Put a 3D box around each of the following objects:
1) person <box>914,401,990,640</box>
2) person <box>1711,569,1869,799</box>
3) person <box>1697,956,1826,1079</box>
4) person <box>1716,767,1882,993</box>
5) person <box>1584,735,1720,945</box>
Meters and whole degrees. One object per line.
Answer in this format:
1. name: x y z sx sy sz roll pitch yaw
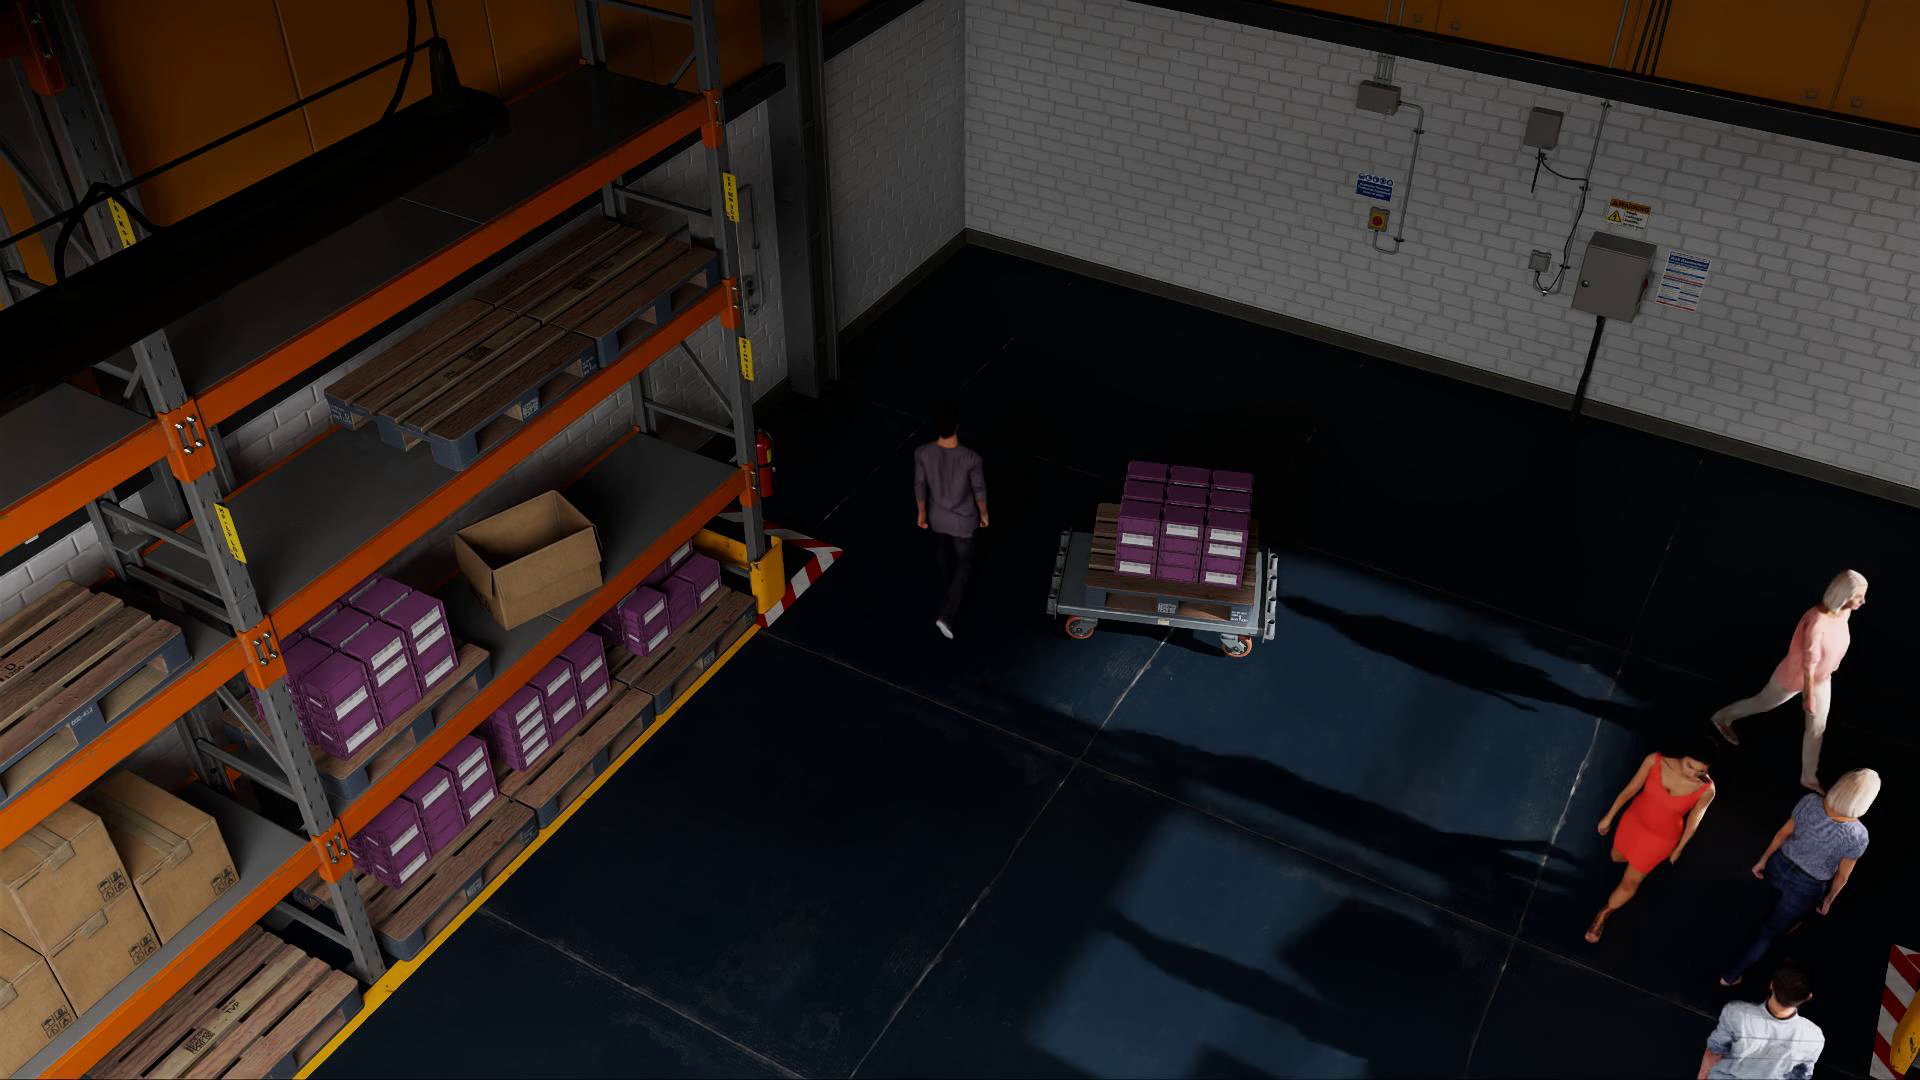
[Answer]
1. person: -0.074 -0.132 11.962 0.774 1.826 1.083 14 41 16
2. person: 5.415 0.847 10.856 1.176 1.676 1.030 -22 44 -25
3. person: 3.890 2.809 8.281 0.653 1.824 1.063 19 42 22
4. person: 4.690 1.961 9.466 1.127 1.671 0.944 -22 44 -25
5. person: 4.107 1.675 9.812 1.063 1.687 0.829 -28 47 -31
